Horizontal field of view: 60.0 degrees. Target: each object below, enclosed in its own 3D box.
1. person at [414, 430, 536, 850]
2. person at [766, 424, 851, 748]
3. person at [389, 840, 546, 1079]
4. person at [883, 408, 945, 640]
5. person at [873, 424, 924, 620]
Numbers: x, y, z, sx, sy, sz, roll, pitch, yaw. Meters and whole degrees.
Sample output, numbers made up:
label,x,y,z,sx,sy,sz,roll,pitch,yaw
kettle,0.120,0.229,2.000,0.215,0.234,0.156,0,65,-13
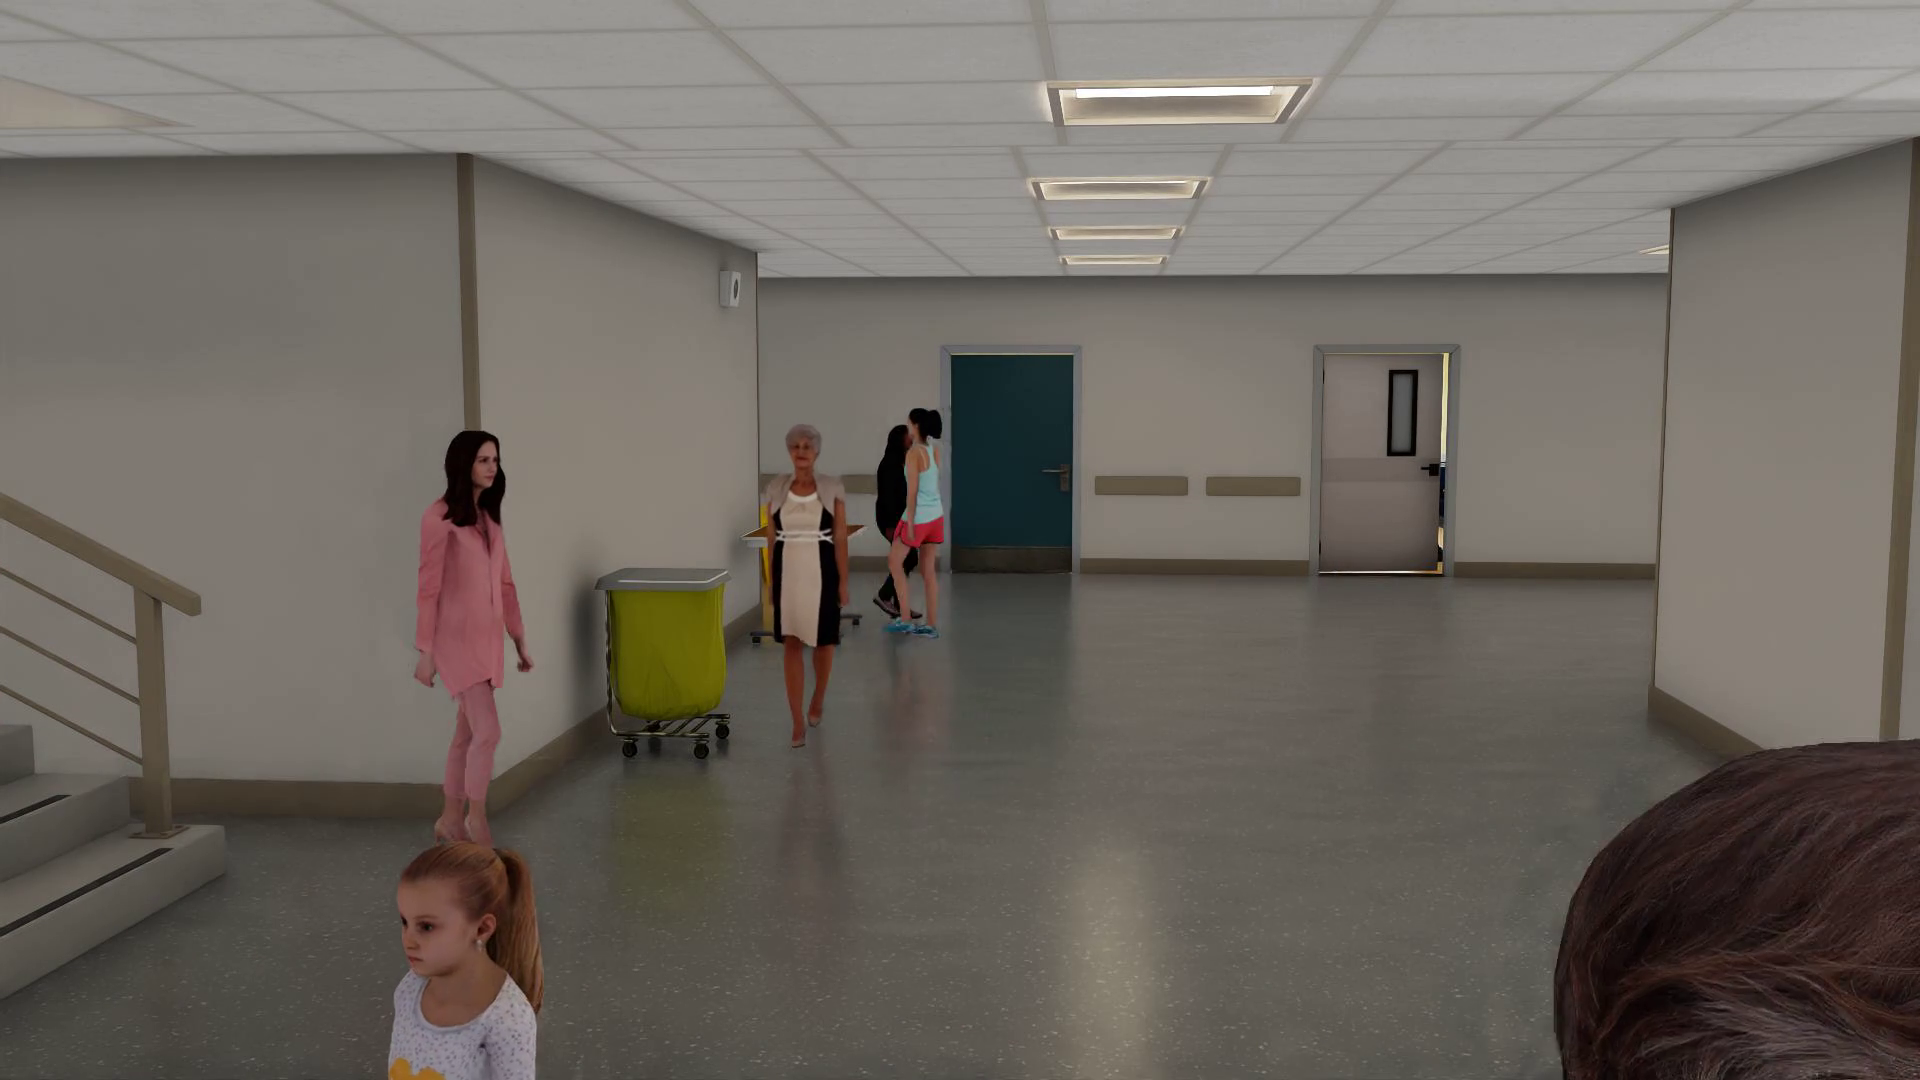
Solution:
label,x,y,z,sx,sy,sz,roll,pitch,yaw
person,-2.117,0.449,6.883,0.751,1.784,0.731,2,6,23
person,-0.823,0.254,9.166,1.010,1.715,0.710,0,6,3
person,-0.767,1.130,2.809,0.891,1.245,0.818,4,7,32
person,-0.228,-0.117,12.660,0.801,1.753,0.738,4,7,36
person,-0.573,-0.131,13.565,0.688,1.601,0.717,1,6,14
